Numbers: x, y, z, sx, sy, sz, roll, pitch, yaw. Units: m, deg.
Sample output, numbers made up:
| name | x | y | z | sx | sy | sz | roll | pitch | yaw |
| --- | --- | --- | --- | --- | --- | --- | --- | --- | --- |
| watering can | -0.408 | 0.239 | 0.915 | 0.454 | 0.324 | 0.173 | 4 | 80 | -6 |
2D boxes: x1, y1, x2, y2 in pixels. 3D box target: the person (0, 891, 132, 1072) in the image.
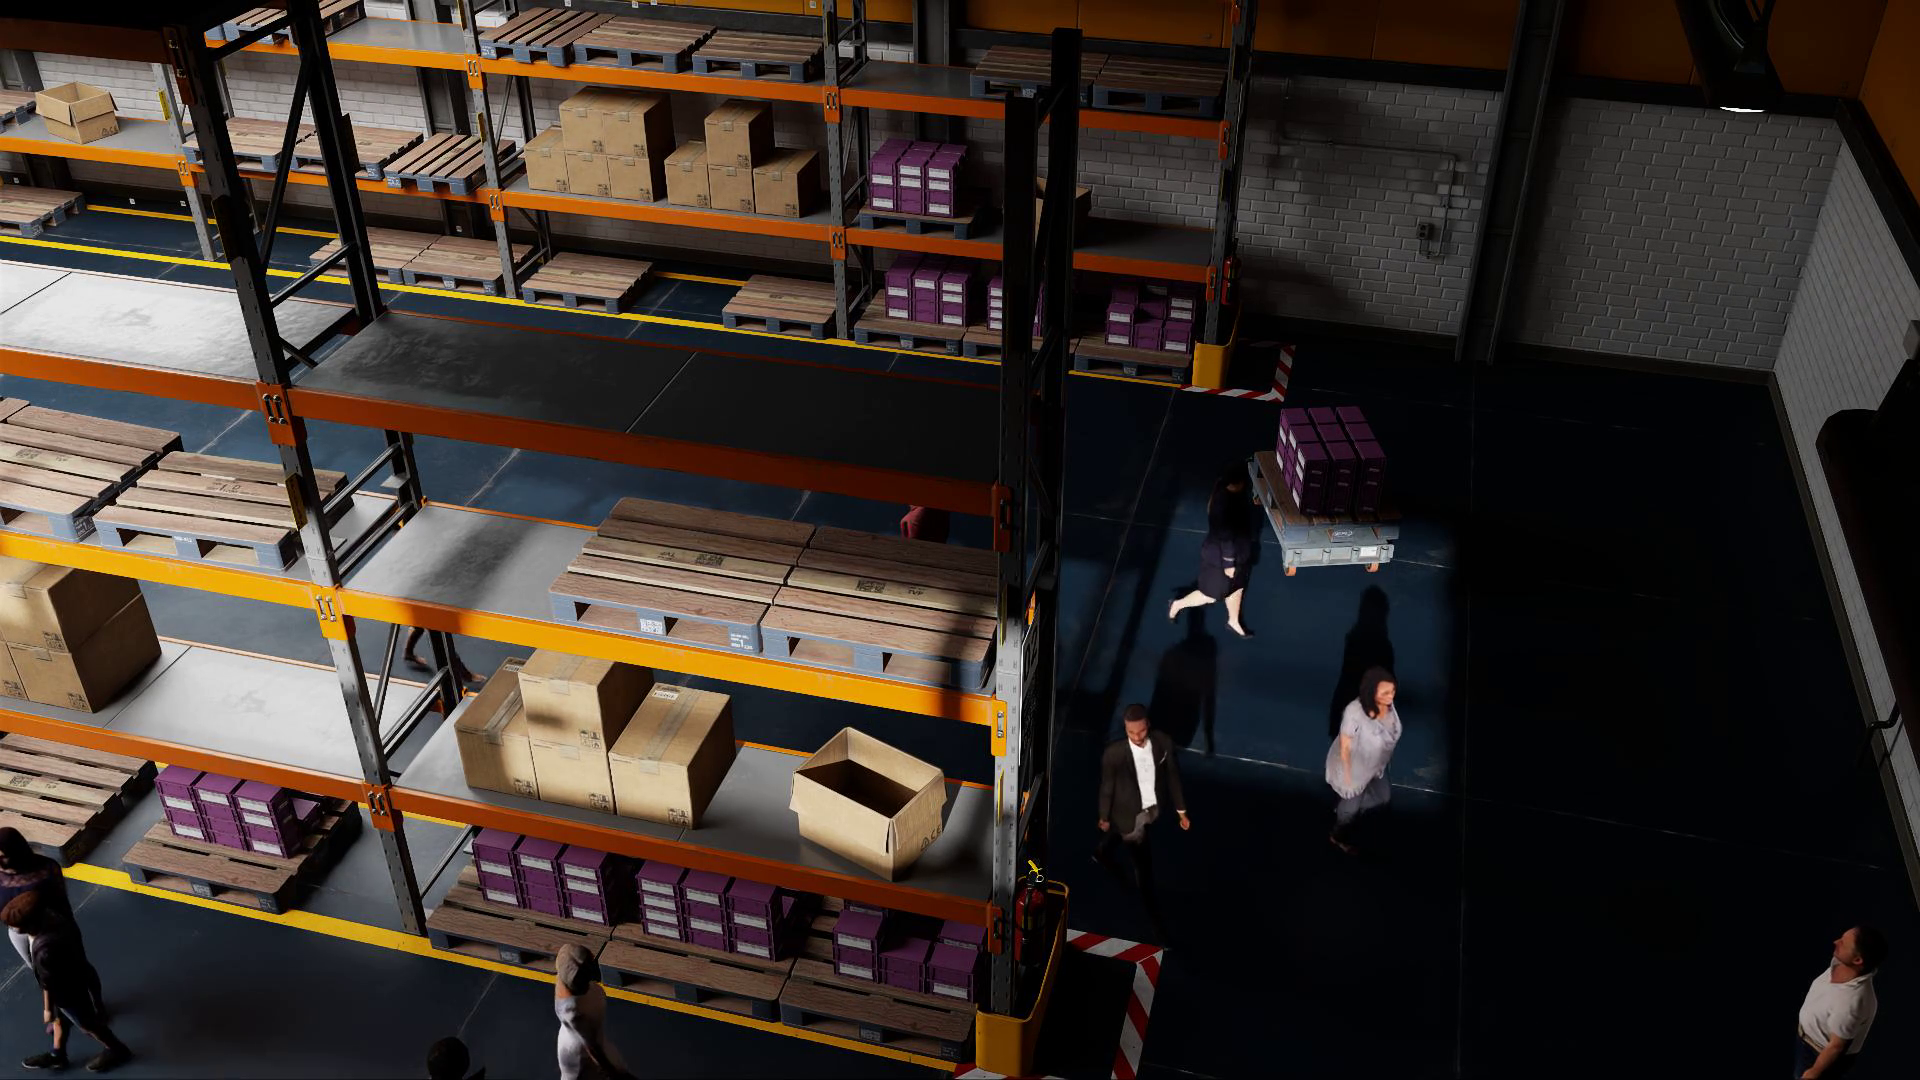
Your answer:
| name | x | y | z | sx | sy | sz | roll | pitch | yaw |
| --- | --- | --- | --- | --- | --- | --- | --- | --- | --- |
| person | -5.193 | 2.582 | 9.742 | 0.883 | 1.432 | 0.813 | -15 | 37 | -22 |

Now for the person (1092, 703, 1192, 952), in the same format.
| name | x | y | z | sx | sy | sz | roll | pitch | yaw |
| --- | --- | --- | --- | --- | --- | --- | --- | --- | --- |
| person | 1.092 | 1.711 | 10.771 | 1.225 | 1.745 | 1.295 | -21 | 39 | -28 |

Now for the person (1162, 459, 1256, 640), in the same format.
| name | x | y | z | sx | sy | sz | roll | pitch | yaw |
| --- | --- | --- | --- | --- | --- | --- | --- | --- | --- |
| person | 2.032 | 0.115 | 13.260 | 1.019 | 1.647 | 0.747 | 11 | 35 | 16 |

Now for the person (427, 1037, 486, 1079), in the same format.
| name | x | y | z | sx | sy | sz | roll | pitch | yaw |
| --- | --- | --- | --- | --- | --- | --- | --- | --- | --- |
| person | -2.545 | 3.204 | 8.600 | 0.594 | 1.661 | 0.662 | 25 | 41 | 32 |

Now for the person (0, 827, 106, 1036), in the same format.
| name | x | y | z | sx | sy | sz | roll | pitch | yaw |
| --- | --- | --- | --- | --- | --- | --- | --- | --- | --- |
| person | -5.485 | 2.339 | 9.950 | 0.548 | 1.608 | 0.704 | -1 | 34 | -1 |

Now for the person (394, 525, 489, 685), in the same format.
| name | x | y | z | sx | sy | sz | roll | pitch | yaw |
| --- | --- | --- | --- | --- | --- | --- | --- | --- | --- |
| person | -4.212 | 0.424 | 12.910 | 1.012 | 1.519 | 0.571 | 8 | 34 | 12 |

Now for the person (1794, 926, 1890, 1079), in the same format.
| name | x | y | z | sx | sy | sz | roll | pitch | yaw |
| --- | --- | --- | --- | --- | --- | --- | --- | --- | --- |
| person | 4.724 | 2.780 | 9.062 | 0.642 | 1.856 | 0.711 | 16 | 37 | 22 |

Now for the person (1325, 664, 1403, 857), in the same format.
| name | x | y | z | sx | sy | sz | roll | pitch | yaw |
| --- | --- | --- | --- | --- | --- | --- | --- | --- | --- |
| person | 2.678 | 1.445 | 11.311 | 0.762 | 1.589 | 0.802 | -27 | 42 | -34 |
